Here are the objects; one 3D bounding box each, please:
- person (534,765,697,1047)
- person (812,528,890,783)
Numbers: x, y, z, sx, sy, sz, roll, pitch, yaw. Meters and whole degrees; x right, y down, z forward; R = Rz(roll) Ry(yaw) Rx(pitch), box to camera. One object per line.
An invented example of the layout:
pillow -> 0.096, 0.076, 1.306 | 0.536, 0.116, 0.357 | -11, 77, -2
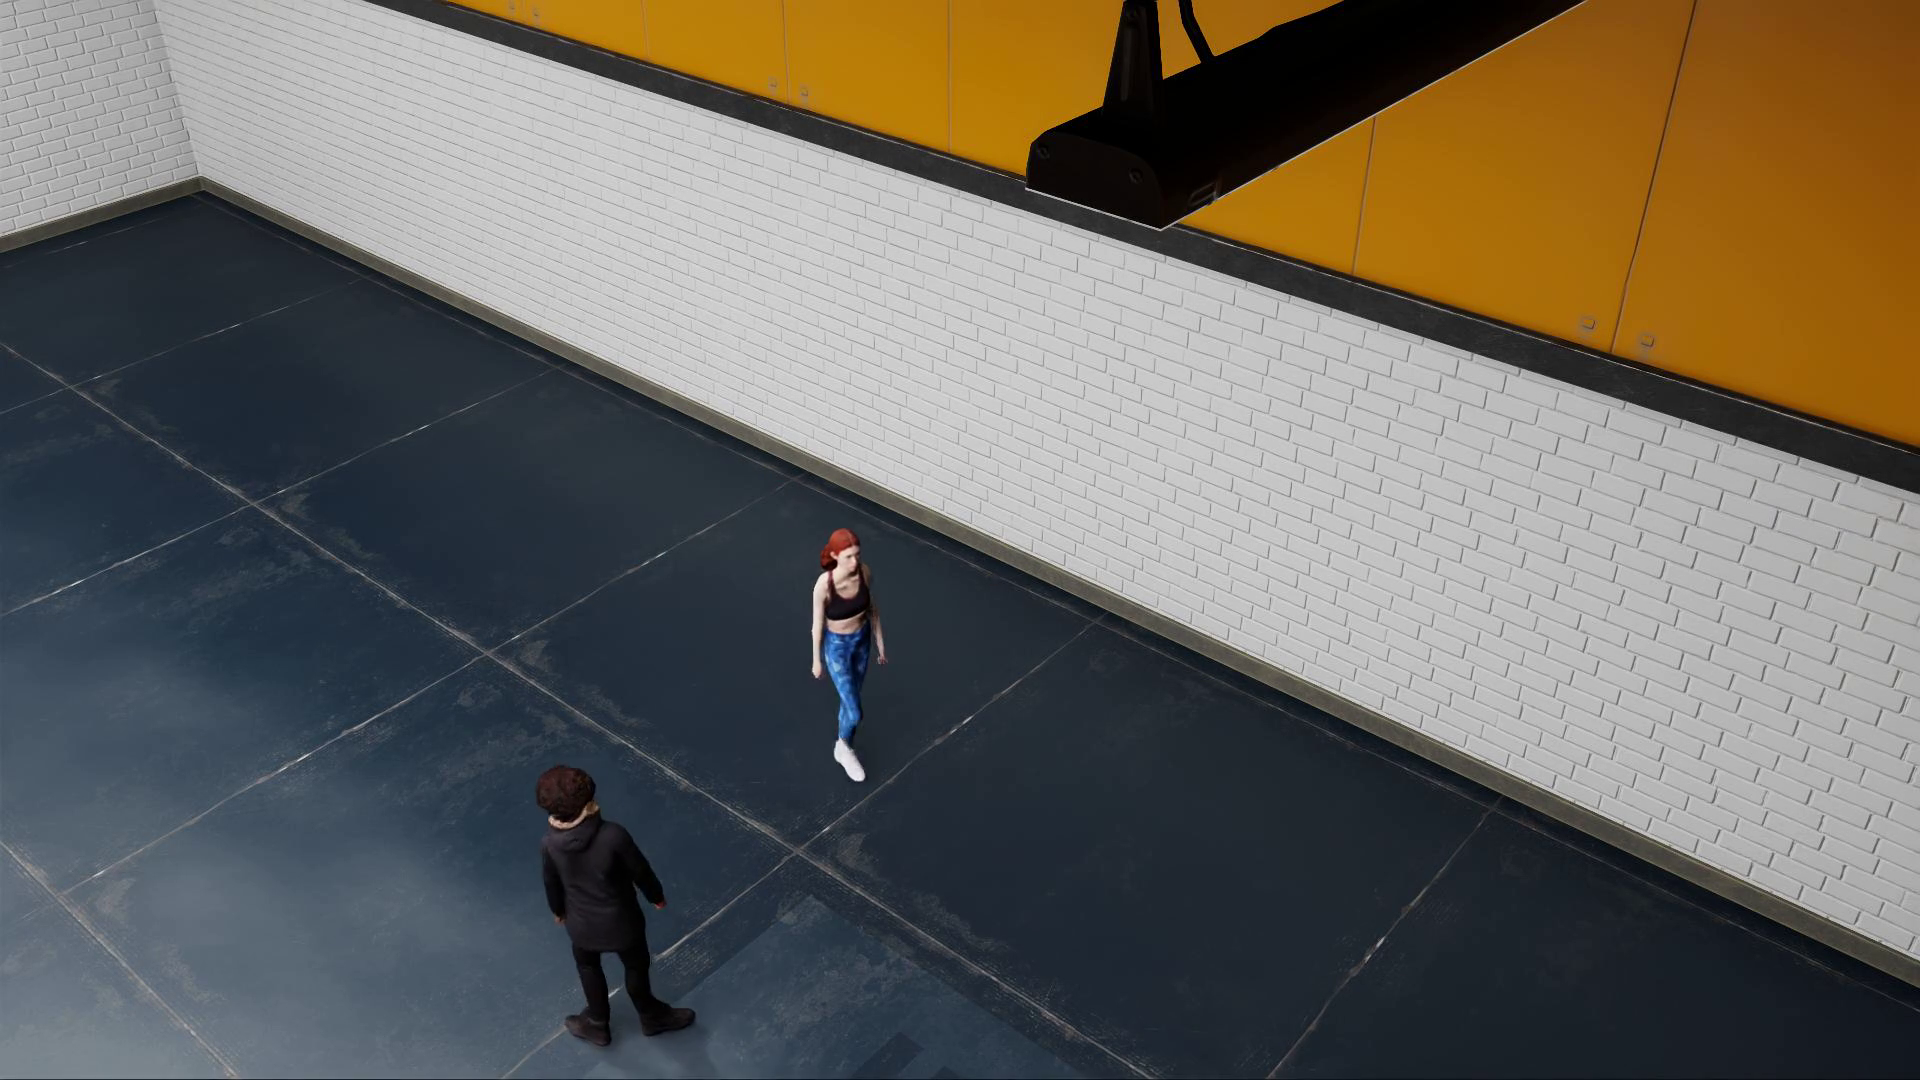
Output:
person -> -1.749, 1.860, 8.275 | 0.891, 1.751, 0.846 | 10, 35, 15
person -> -0.729, 0.657, 10.071 | 0.639, 1.776, 0.701 | -25, 41, -32
